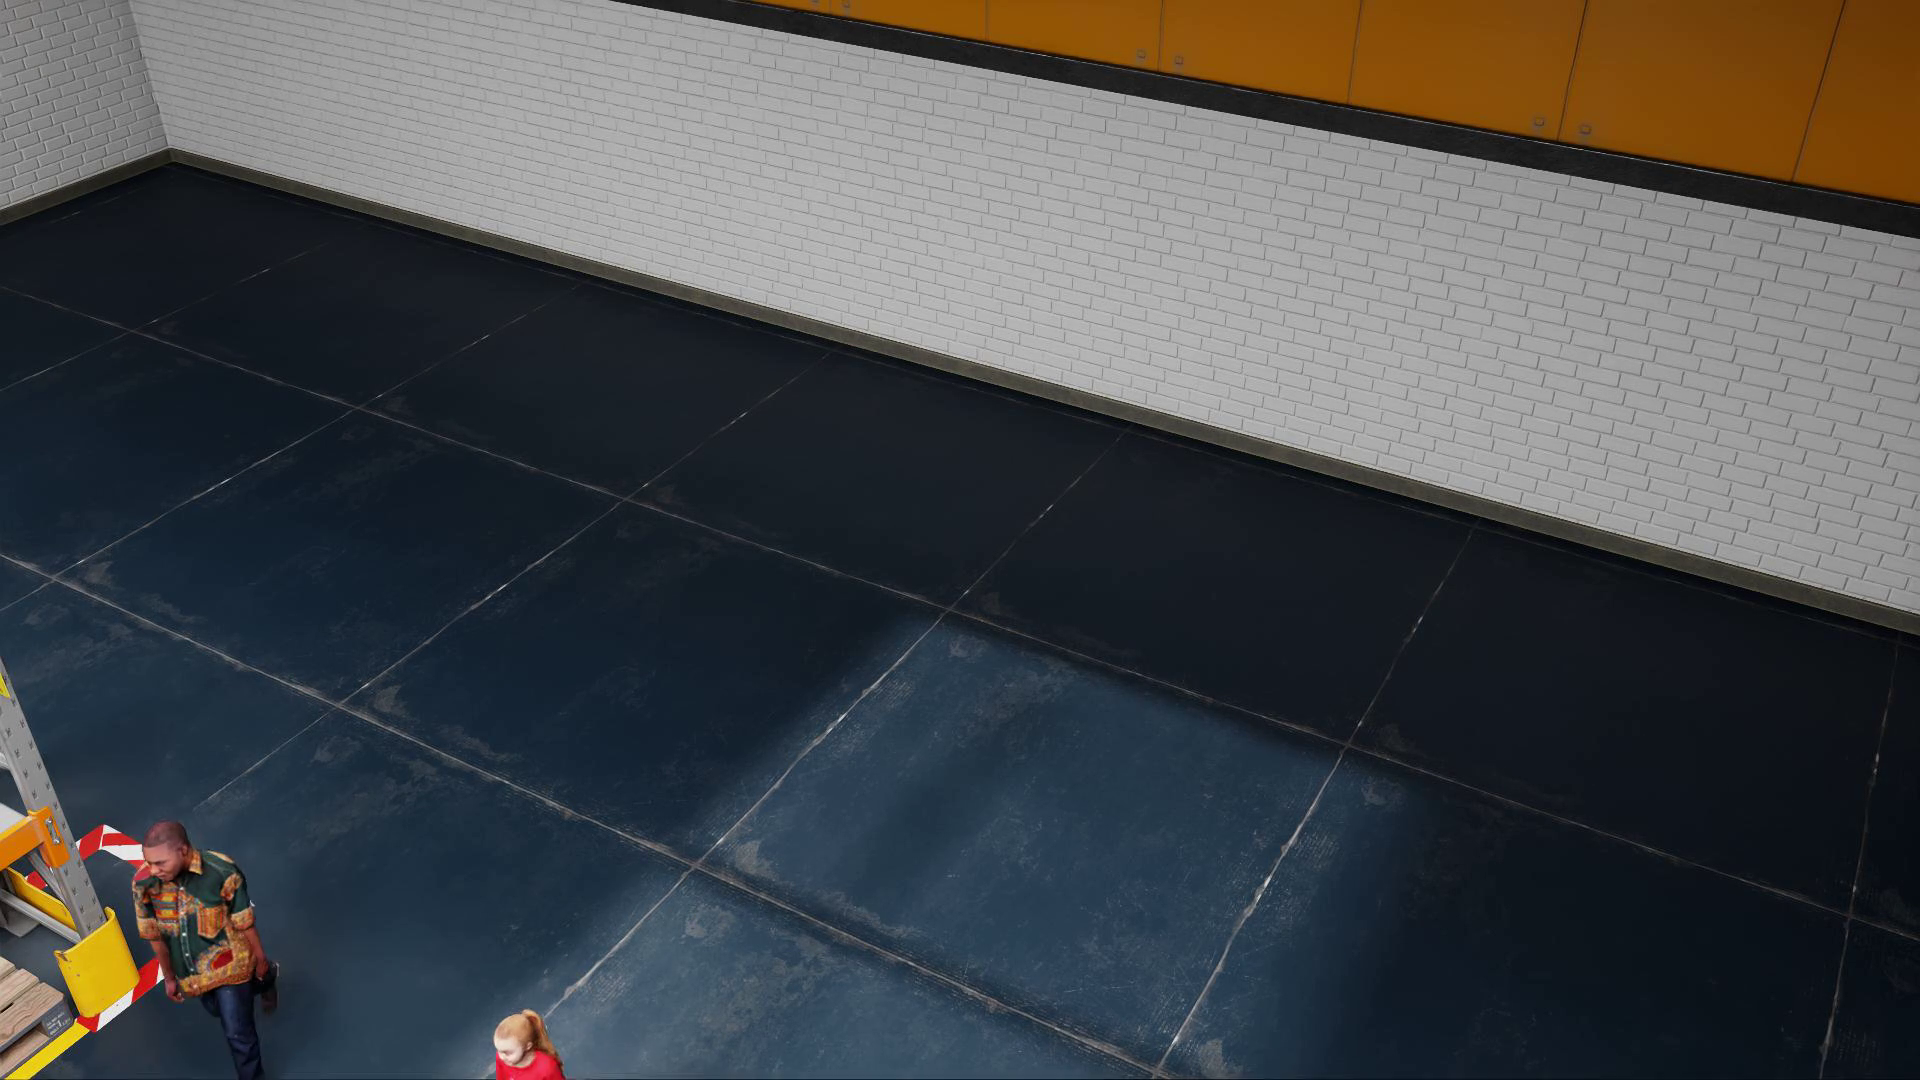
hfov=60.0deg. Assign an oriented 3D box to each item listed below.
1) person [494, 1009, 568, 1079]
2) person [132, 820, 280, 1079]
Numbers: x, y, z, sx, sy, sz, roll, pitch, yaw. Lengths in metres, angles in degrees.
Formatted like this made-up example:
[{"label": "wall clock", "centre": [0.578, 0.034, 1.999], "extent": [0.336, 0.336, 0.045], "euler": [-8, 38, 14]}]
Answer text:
[{"label": "person", "centre": [-1.899, 2.613, 7.743], "extent": [0.508, 1.260, 0.614], "euler": [13, 36, 19]}, {"label": "person", "centre": [-3.648, 1.997, 8.200], "extent": [1.015, 1.780, 1.206], "euler": [-1, 34, -1]}]
